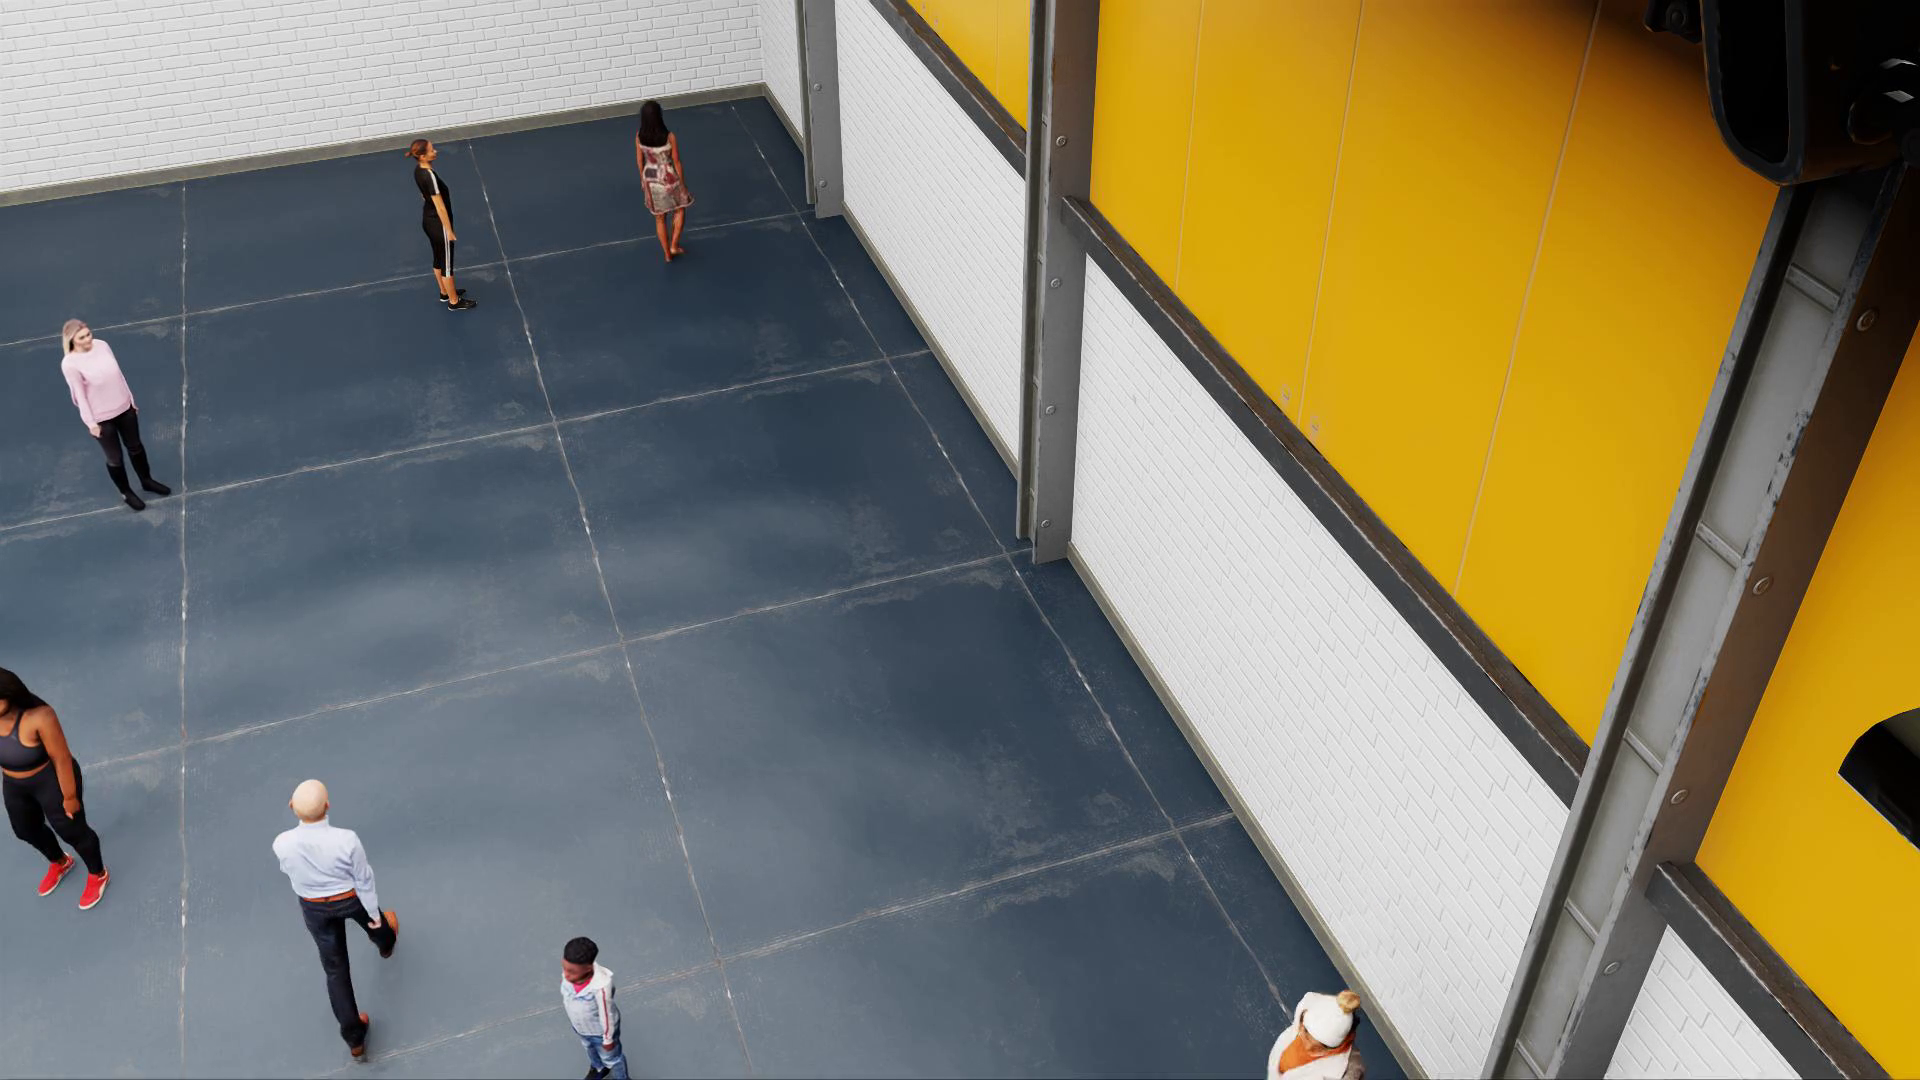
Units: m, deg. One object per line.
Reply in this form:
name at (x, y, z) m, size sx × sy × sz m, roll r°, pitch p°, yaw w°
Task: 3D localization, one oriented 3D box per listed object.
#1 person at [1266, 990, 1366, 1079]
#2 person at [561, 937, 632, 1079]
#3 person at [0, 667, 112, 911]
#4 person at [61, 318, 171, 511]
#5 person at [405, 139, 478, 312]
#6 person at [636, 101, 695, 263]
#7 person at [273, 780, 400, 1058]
person at (1.809, 2.695, 8.177) m, size 0.878 × 1.860 × 0.714 m, roll 1°, pitch 39°, yaw 2°
person at (-1.939, 2.538, 8.856) m, size 0.551 × 1.259 × 0.624 m, roll 25°, pitch 45°, yaw 28°
person at (-5.406, 1.386, 9.857) m, size 0.840 × 1.809 × 0.854 m, roll 9°, pitch 39°, yaw 11°
person at (-6.643, -1.006, 12.952) m, size 0.749 × 1.685 × 0.688 m, roll 16°, pitch 41°, yaw 19°
person at (-4.829, -2.926, 15.369) m, size 0.687 × 1.669 × 0.533 m, roll -22°, pitch 44°, yaw -25°
person at (-2.888, -3.399, 15.986) m, size 0.785 × 1.638 × 0.823 m, roll 5°, pitch 39°, yaw 7°
person at (-3.406, 2.065, 9.061) m, size 0.752 × 1.743 × 1.245 m, roll -7°, pitch 39°, yaw -9°
